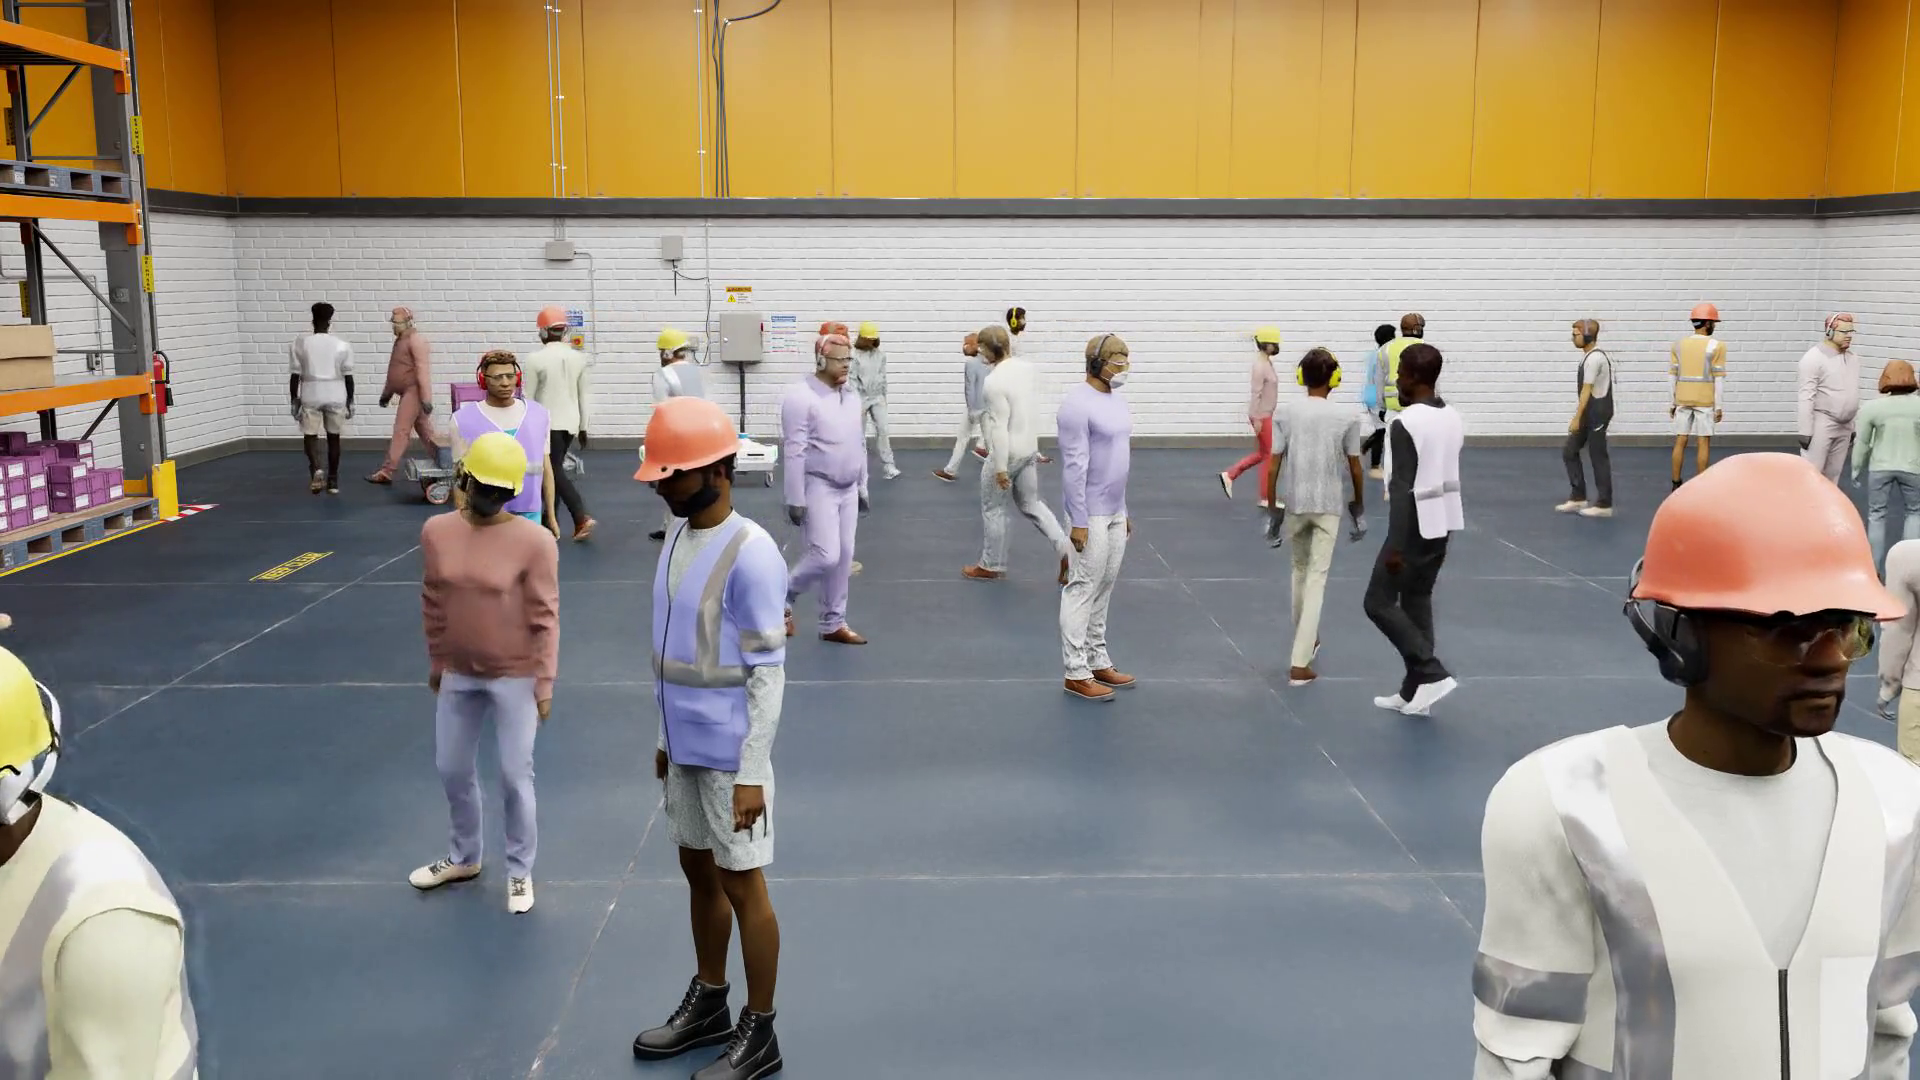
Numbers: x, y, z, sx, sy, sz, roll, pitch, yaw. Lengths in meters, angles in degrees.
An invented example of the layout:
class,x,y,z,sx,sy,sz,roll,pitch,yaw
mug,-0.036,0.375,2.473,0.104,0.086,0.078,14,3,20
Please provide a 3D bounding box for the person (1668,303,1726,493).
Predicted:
class,x,y,z,sx,sy,sz,roll,pitch,yaw
person,7.257,-1.361,16.382,0.376,1.934,0.547,-8,12,-41

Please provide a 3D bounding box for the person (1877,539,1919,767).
class,x,y,z,sx,sy,sz,roll,pitch,yaw
person,3.412,0.533,5.691,0.499,1.633,0.285,5,11,29

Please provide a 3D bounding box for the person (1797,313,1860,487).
class,x,y,z,sx,sy,sz,roll,pitch,yaw
person,7.297,-0.946,13.954,0.636,1.900,0.403,-5,10,-27

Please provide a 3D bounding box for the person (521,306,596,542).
class,x,y,z,sx,sy,sz,roll,pitch,yaw
person,-3.343,-0.968,13.911,0.950,1.964,0.603,6,11,34

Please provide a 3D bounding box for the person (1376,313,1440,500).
class,x,y,z,sx,sy,sz,roll,pitch,yaw
person,4.373,-1.288,16.224,0.625,1.838,0.430,7,12,38

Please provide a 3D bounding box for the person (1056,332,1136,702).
class,x,y,z,sx,sy,sz,roll,pitch,yaw
person,0.737,-0.130,8.834,0.373,1.936,0.629,5,11,28

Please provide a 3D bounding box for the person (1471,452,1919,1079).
class,x,y,z,sx,sy,sz,roll,pitch,yaw
person,0.954,0.906,2.140,0.609,2.048,0.367,-1,9,-9

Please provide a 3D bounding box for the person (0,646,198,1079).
class,x,y,z,sx,sy,sz,roll,pitch,yaw
person,-1.350,0.980,2.470,0.616,1.787,0.581,4,10,24

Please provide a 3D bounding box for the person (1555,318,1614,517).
class,x,y,z,sx,sy,sz,roll,pitch,yaw
person,5.713,-1.112,15.190,0.642,1.815,0.510,2,9,13

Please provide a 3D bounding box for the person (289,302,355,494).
class,x,y,z,sx,sy,sz,roll,pitch,yaw
person,-6.380,-1.409,16.671,0.631,1.936,0.643,-4,10,-23

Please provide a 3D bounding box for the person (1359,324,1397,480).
class,x,y,z,sx,sy,sz,roll,pitch,yaw
person,4.483,-1.474,17.827,0.411,1.681,0.559,0,9,3

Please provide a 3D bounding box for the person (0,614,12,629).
class,x,y,z,sx,sy,sz,roll,pitch,yaw
person,-6.182,-0.386,10.080,0.689,2.000,0.770,0,9,2

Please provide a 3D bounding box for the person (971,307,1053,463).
class,x,y,z,sx,sy,sz,roll,pitch,yaw
person,0.579,-1.811,19.483,0.946,1.834,0.532,0,9,3

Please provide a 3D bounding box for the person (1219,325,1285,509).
class,x,y,z,sx,sy,sz,roll,pitch,yaw
person,2.816,-1.173,15.798,0.621,1.744,0.528,3,10,19

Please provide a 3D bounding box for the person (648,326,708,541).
class,x,y,z,sx,sy,sz,roll,pitch,yaw
person,-2.254,-0.838,13.576,0.811,1.808,0.593,5,11,29

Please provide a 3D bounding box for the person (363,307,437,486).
class,x,y,z,sx,sy,sz,roll,pitch,yaw
person,-5.873,-1.497,17.424,0.944,1.858,0.739,-5,10,-27

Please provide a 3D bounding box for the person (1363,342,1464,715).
class,x,y,z,sx,sy,sz,roll,pitch,yaw
person,2.298,-0.039,8.374,0.440,1.901,0.610,8,13,42

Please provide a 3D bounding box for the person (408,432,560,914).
class,x,y,z,sx,sy,sz,roll,pitch,yaw
person,-1.661,0.467,5.819,0.622,1.721,0.447,2,10,15

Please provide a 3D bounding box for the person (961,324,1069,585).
class,x,y,z,sx,sy,sz,roll,pitch,yaw
person,0.424,-0.588,11.813,0.905,1.890,0.673,6,11,31

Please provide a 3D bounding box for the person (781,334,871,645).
class,x,y,z,sx,sy,sz,roll,pitch,yaw
person,-0.832,-0.296,10.011,0.520,1.889,0.645,6,11,32

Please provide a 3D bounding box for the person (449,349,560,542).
class,x,y,z,sx,sy,sz,roll,pitch,yaw
person,-2.499,-0.127,9.129,0.567,1.839,0.383,-7,11,-35

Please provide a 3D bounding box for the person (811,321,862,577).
class,x,y,z,sx,sy,sz,roll,pitch,yaw
person,-0.920,-0.672,12.334,0.396,1.877,0.591,1,9,6

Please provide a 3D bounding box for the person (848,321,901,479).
class,x,y,z,sx,sy,sz,roll,pitch,yaw
person,-0.938,-1.474,17.765,0.493,1.704,0.837,-5,10,-27

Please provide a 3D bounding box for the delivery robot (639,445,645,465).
class,x,y,z,sx,sy,sz,roll,pitch,yaw
delivery robot,-2.982,-0.880,17.364,0.707,0.478,0.477,0,9,-3

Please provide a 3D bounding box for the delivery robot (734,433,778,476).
class,x,y,z,sx,sy,sz,roll,pitch,yaw
delivery robot,-2.251,-0.874,17.325,0.707,0.478,0.477,-1,9,-7

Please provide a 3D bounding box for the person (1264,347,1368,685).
class,x,y,z,sx,sy,sz,roll,pitch,yaw
person,2.011,-0.155,9.302,0.503,1.827,0.933,5,10,27

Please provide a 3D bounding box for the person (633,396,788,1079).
class,x,y,z,sx,sy,sz,roll,pitch,yaw
person,-0.701,0.565,4.596,0.369,1.929,0.542,-7,12,-38

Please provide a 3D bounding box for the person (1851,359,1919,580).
class,x,y,z,sx,sy,sz,roll,pitch,yaw
person,6.699,-0.482,11.926,0.551,1.625,0.329,5,10,26

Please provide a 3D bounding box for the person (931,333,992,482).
class,x,y,z,sx,sy,sz,roll,pitch,yaw
person,0.125,-1.381,17.557,0.819,1.587,0.507,6,11,33
